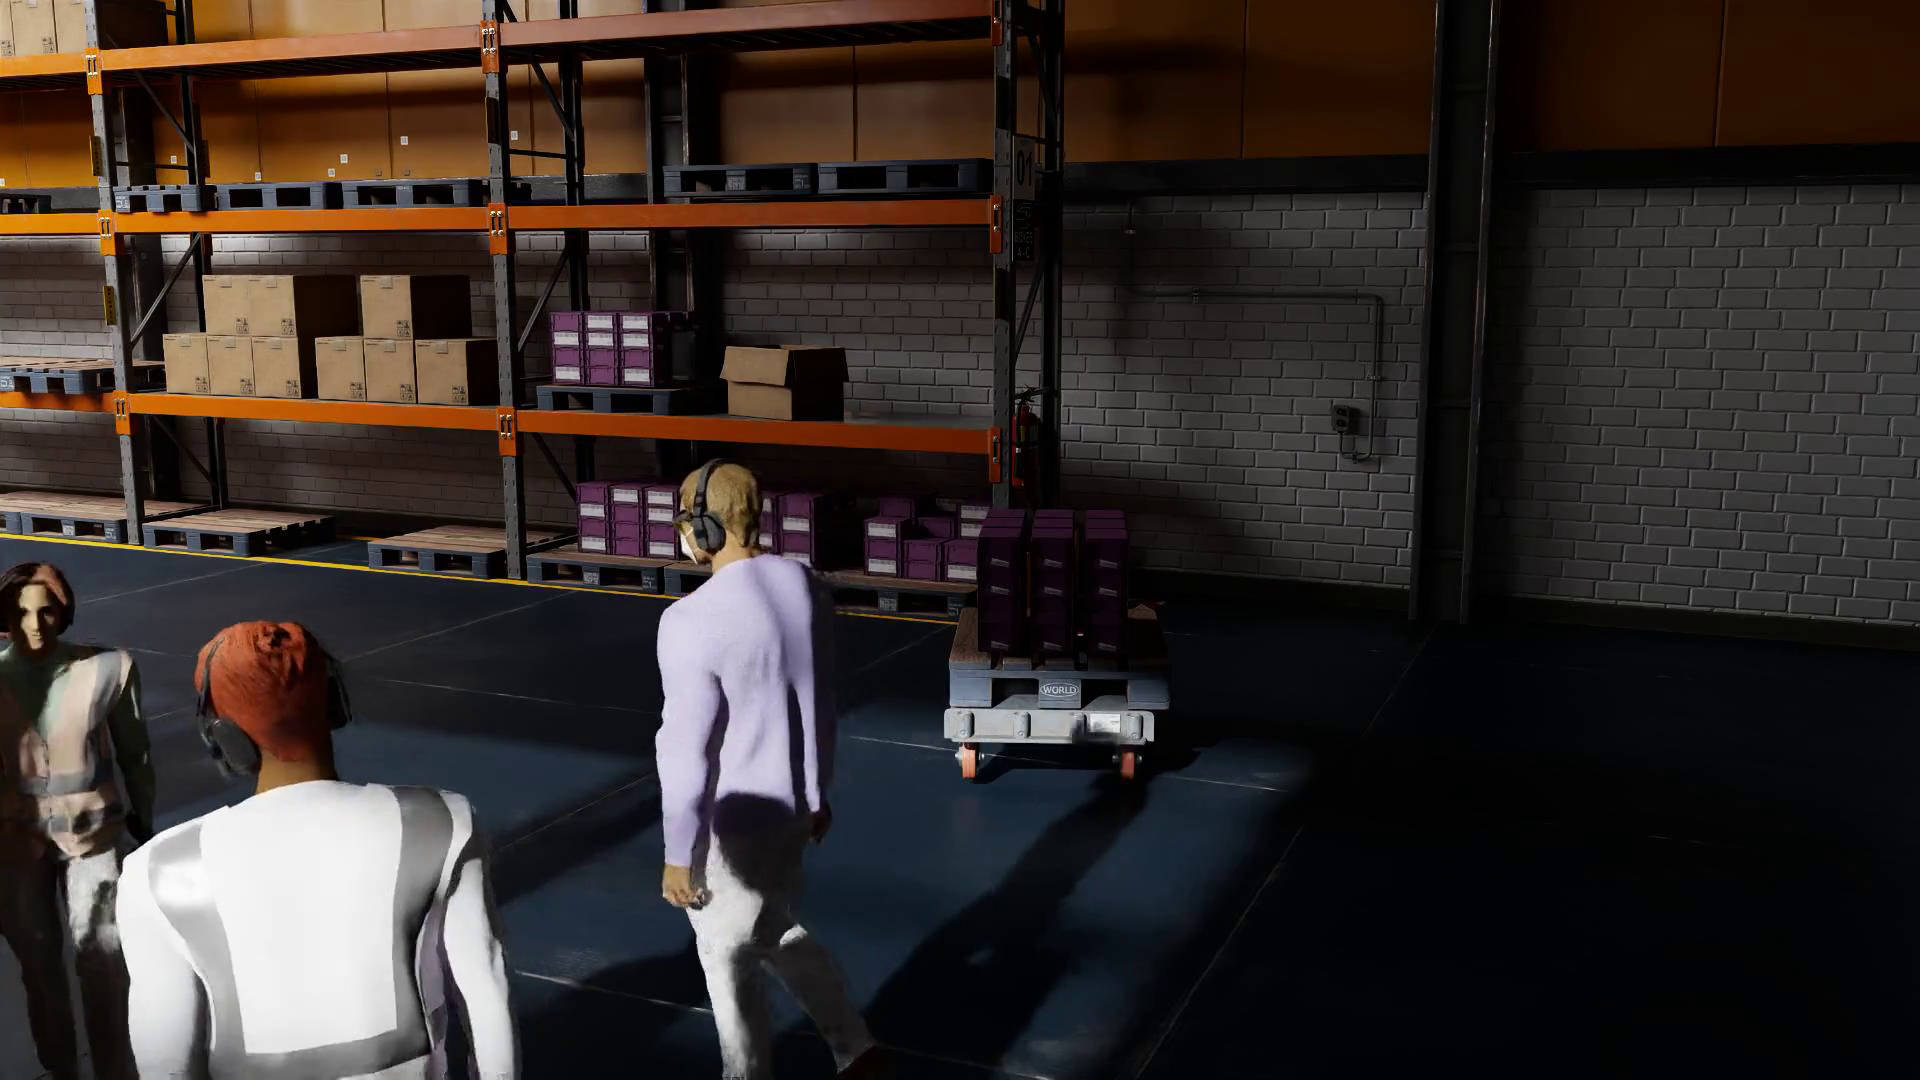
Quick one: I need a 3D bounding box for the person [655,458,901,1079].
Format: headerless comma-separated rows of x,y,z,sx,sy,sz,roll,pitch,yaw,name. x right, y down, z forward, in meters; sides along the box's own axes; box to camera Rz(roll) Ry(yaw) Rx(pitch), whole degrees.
-0.504,0.739,4.416,0.536,1.919,0.643,5,11,29,person

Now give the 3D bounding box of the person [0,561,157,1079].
-2.466,0.872,4.520,0.542,1.602,0.787,-5,11,-27,person

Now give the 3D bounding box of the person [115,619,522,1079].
-0.988,1.066,2.647,0.596,1.857,0.687,-4,10,-20,person
